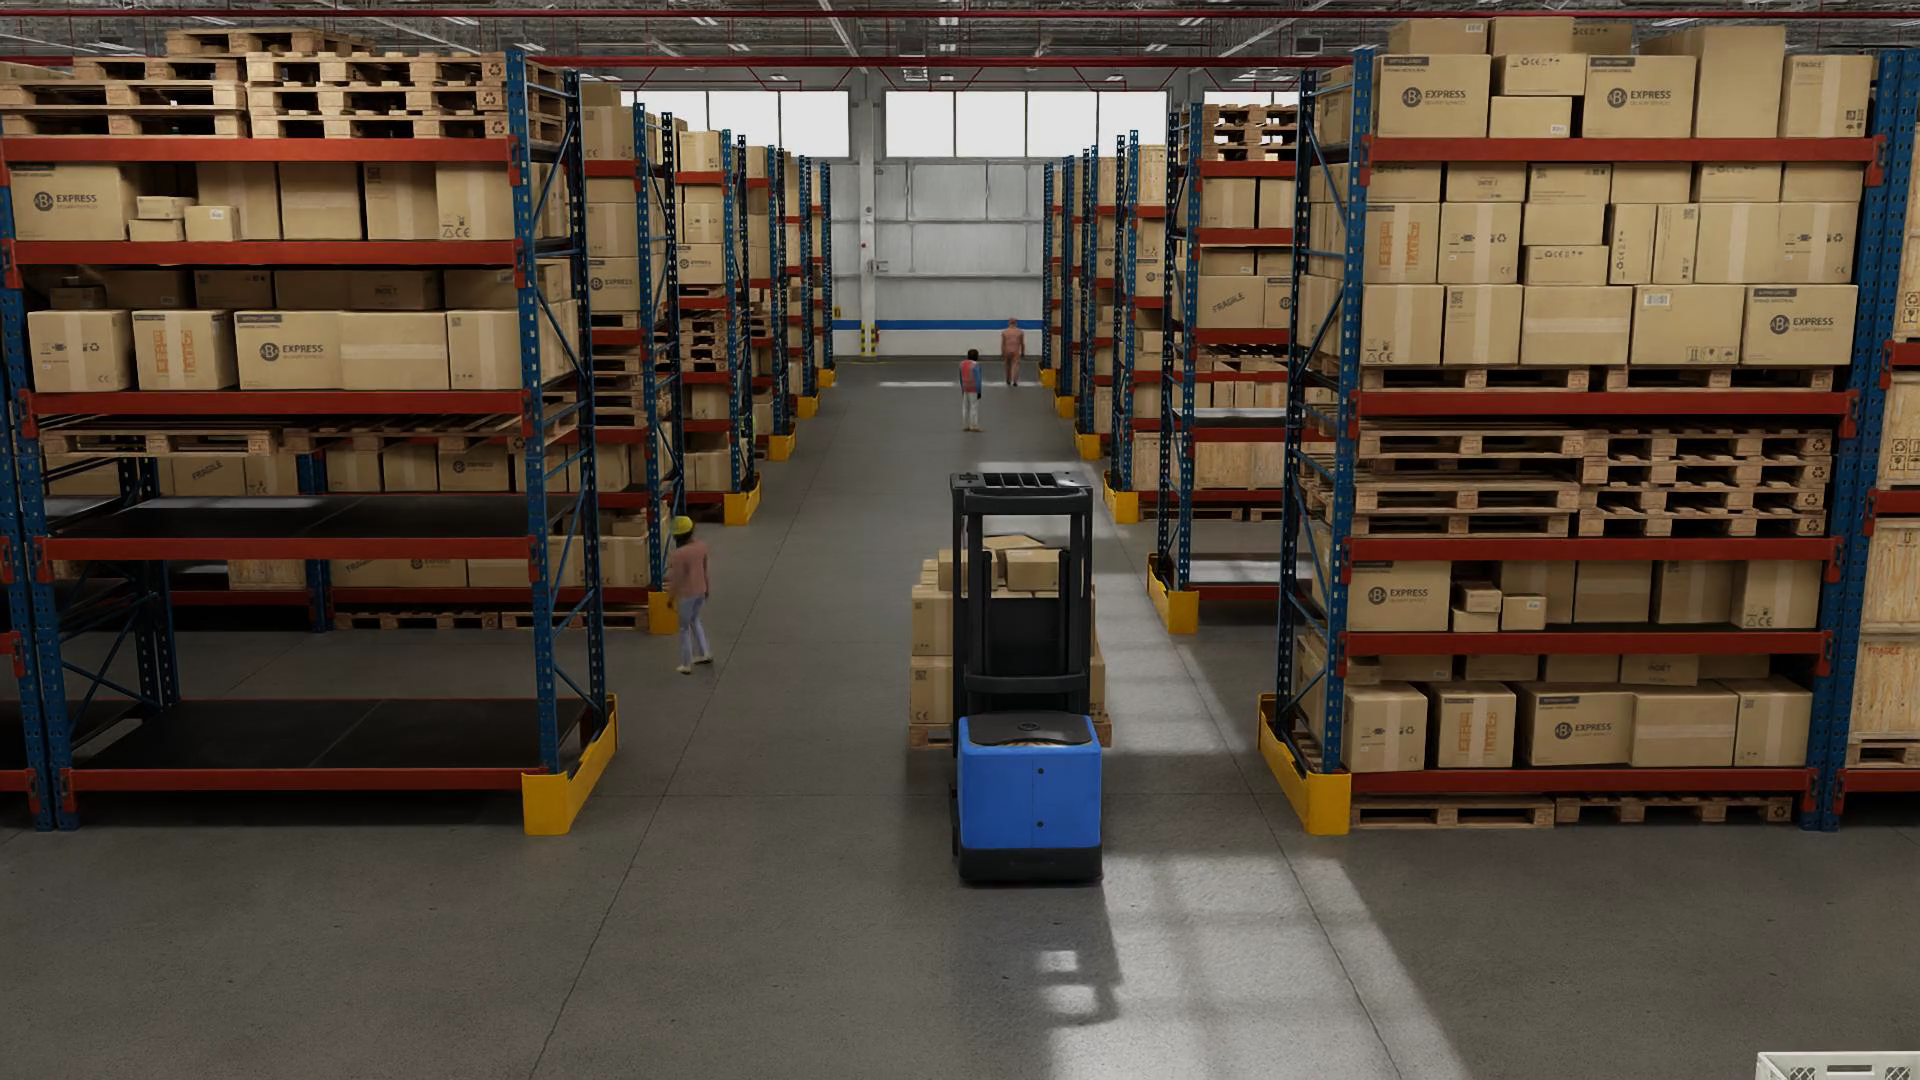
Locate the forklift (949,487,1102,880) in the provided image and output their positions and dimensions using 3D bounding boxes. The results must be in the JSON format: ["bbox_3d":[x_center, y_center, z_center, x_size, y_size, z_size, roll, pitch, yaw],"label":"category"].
[{"bbox_3d":[0.495,0.986,12.813,1.129,2.768,1.873,0,11,-2],"label":"forklift"}]

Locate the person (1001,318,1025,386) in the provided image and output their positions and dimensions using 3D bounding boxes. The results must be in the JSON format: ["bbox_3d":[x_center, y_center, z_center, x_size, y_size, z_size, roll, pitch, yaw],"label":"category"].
[{"bbox_3d":[1.463,-5.212,46.071,0.657,1.864,0.978,-1,11,-3],"label":"person"}]

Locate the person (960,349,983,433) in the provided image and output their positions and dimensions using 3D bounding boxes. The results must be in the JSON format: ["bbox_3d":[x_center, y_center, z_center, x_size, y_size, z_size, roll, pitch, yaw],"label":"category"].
[{"bbox_3d":[0.268,-3.282,36.557,0.429,1.840,0.627,-9,14,-37],"label":"person"}]

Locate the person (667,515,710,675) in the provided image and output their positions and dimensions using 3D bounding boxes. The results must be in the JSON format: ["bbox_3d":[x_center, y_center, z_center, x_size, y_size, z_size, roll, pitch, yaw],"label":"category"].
[{"bbox_3d":[-2.897,0.562,17.779,0.419,1.733,0.639,6,13,29],"label":"person"}]

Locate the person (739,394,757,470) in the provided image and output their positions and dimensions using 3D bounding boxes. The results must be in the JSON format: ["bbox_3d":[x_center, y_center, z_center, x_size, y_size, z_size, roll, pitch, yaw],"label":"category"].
[{"bbox_3d":[-3.718,-1.717,29.157,0.315,1.695,0.541,2,12,10],"label":"person"}]
